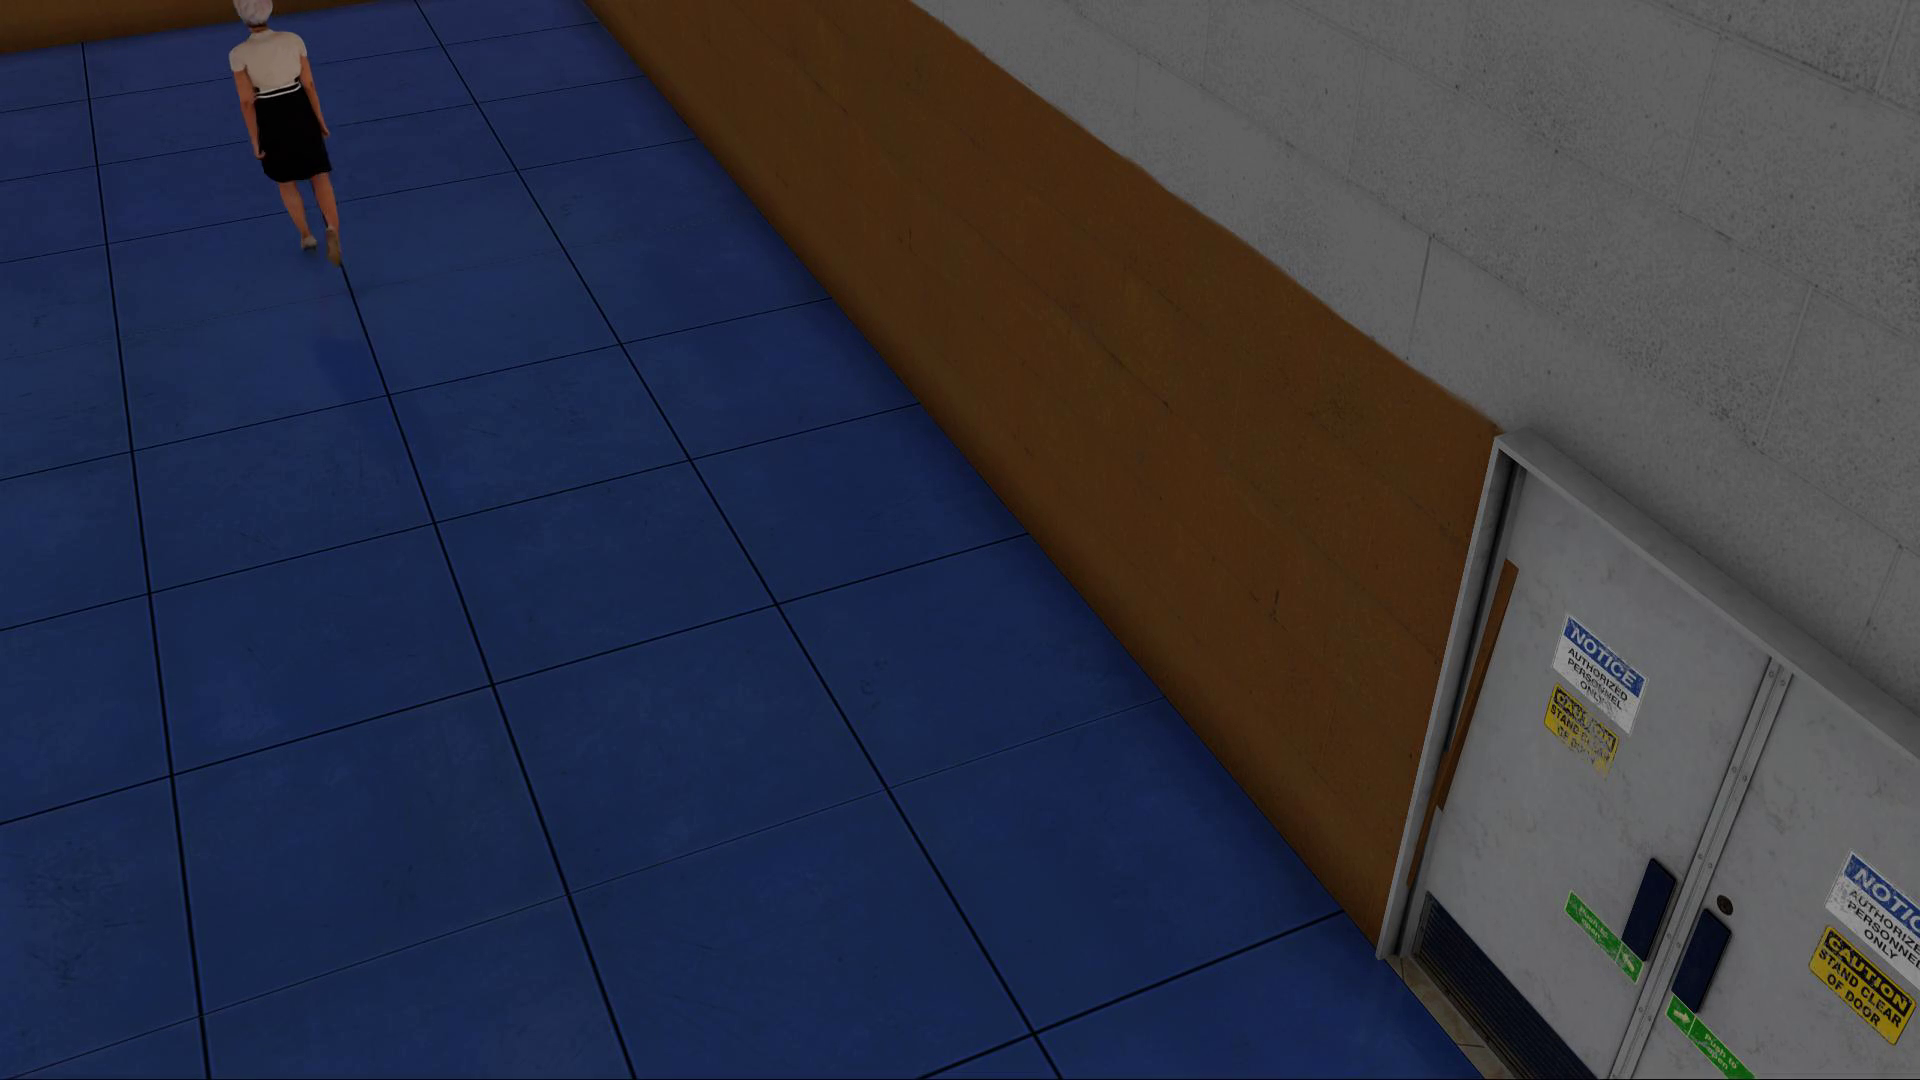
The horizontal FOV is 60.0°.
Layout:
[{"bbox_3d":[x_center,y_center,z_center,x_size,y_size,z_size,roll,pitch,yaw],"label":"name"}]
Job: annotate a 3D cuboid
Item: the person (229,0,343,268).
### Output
[{"bbox_3d":[-4.018,-2.436,10.020,0.926,1.737,0.770,-23,42,-27],"label":"person"}]
